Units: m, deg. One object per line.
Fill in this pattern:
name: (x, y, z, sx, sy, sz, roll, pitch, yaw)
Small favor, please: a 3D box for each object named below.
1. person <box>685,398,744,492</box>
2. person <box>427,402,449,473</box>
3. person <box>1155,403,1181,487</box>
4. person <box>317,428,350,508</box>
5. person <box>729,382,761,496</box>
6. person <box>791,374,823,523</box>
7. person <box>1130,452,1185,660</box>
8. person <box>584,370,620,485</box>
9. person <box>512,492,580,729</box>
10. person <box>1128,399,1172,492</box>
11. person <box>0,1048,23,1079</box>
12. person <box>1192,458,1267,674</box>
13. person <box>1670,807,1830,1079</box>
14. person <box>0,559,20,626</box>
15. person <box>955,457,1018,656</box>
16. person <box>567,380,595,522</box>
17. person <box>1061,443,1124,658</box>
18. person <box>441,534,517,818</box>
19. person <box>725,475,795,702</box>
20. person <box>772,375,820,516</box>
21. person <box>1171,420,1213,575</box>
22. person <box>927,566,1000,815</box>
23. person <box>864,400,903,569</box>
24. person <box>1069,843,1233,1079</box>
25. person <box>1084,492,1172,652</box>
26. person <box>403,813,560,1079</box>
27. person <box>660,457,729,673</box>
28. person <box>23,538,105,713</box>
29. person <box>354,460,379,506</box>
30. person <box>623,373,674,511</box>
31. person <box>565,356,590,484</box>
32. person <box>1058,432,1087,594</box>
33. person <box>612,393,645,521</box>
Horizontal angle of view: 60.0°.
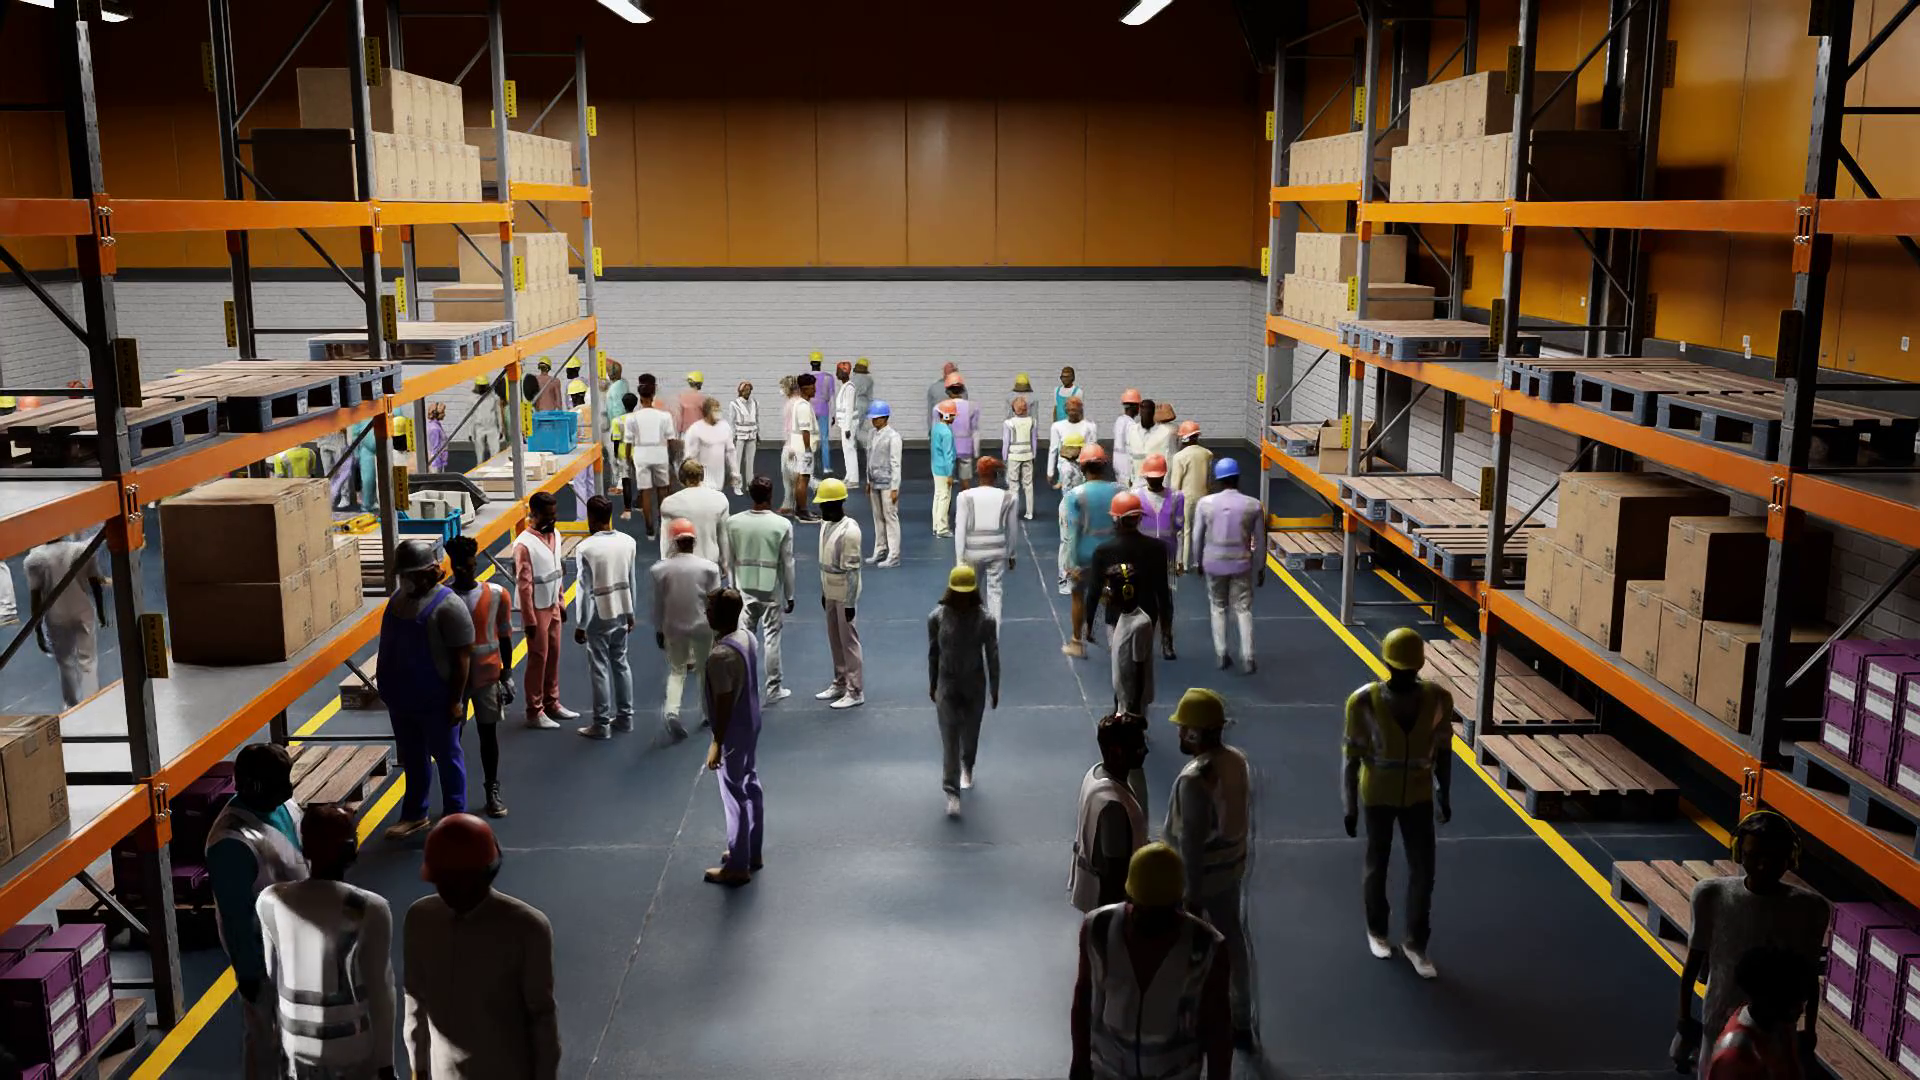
person: (-2.906, -0.748, 19.766, 1.052, 1.874, 0.634, 9, 14, 37)
person: (-6.765, -0.969, 21.529, 0.312, 1.632, 0.526, -4, 12, -19)
person: (2.657, -0.949, 21.445, 0.497, 1.626, 0.291, -9, 15, -39)
person: (-8.691, -1.316, 22.983, 0.487, 1.744, 0.296, 4, 12, 18)
person: (-3.103, -1.470, 24.007, 0.512, 1.642, 0.312, -10, 15, -42)
person: (-2.036, -1.215, 21.908, 0.374, 1.966, 0.607, -2, 12, -12)
person: (1.777, 0.150, 15.189, 0.548, 1.924, 0.387, 0, 11, -1)
person: (-5.207, -1.587, 24.228, 0.680, 1.781, 0.944, -9, 14, -39)
person: (-3.323, 0.554, 13.208, 0.410, 1.906, 0.598, 3, 12, 14)
person: (2.203, -0.706, 19.544, 0.605, 1.896, 0.648, 8, 14, 34)
person: (-2.590, 2.303, 4.554, 0.591, 1.869, 1.039, -1, 11, -4)
person: (2.396, 0.228, 14.832, 0.667, 1.902, 0.473, 3, 12, 13)
person: (3.030, 1.926, 6.404, 0.531, 1.870, 0.317, 3, 12, 17)
person: (-9.627, -0.091, 16.500, 0.339, 1.878, 0.571, -8, 14, -35)
person: (0.236, 0.129, 15.496, 0.607, 1.828, 0.989, -2, 11, -8)
person: (-4.888, -1.106, 21.502, 0.391, 1.915, 0.593, 4, 12, 21)
person: (1.265, 0.139, 15.045, 0.619, 2.018, 0.826, -6, 13, -28)
person: (-3.304, 0.921, 11.201, 0.608, 1.966, 0.374, -4, 12, -20)
person: (-1.667, 0.416, 13.892, 0.600, 1.911, 0.391, 3, 12, 15)
person: (-2.122, -1.253, 22.233, 0.775, 1.914, 0.636, -3, 12, -13)
person: (2.586, -0.481, 18.795, 0.567, 1.743, 0.353, -7, 13, -33)
person: (0.024, 0.996, 11.503, 0.503, 1.685, 0.946, 0, 11, 0)
person: (-0.891, -0.647, 19.127, 0.414, 1.940, 0.607, -8, 14, -34)
person: (0.688, 2.001, 6.176, 0.626, 1.804, 0.712, 3, 12, 15)
person: (1.256, 0.595, 12.843, 0.644, 1.954, 0.880, -4, 12, -18)
person: (-1.758, 1.934, 6.079, 0.618, 1.986, 0.408, 3, 12, 15)
person: (-2.354, 0.222, 14.816, 0.635, 1.932, 0.363, -6, 13, -26)
person: (-7.001, 0.646, 13.067, 0.550, 1.781, 0.995, -7, 13, -32)
person: (-8.281, -1.337, 23.202, 0.534, 1.697, 0.318, -10, 15, -40)
person: (-4.149, -1.285, 22.404, 0.983, 1.918, 0.605, 4, 12, 18)
person: (-5.731, -1.792, 24.901, 0.381, 1.928, 0.587, 2, 11, 10)
person: (1.207, -0.293, 17.852, 0.293, 1.745, 0.484, 2, 11, 8)
person: (-4.343, -1.103, 22.030, 0.540, 1.695, 0.317, -6, 13, -28)
